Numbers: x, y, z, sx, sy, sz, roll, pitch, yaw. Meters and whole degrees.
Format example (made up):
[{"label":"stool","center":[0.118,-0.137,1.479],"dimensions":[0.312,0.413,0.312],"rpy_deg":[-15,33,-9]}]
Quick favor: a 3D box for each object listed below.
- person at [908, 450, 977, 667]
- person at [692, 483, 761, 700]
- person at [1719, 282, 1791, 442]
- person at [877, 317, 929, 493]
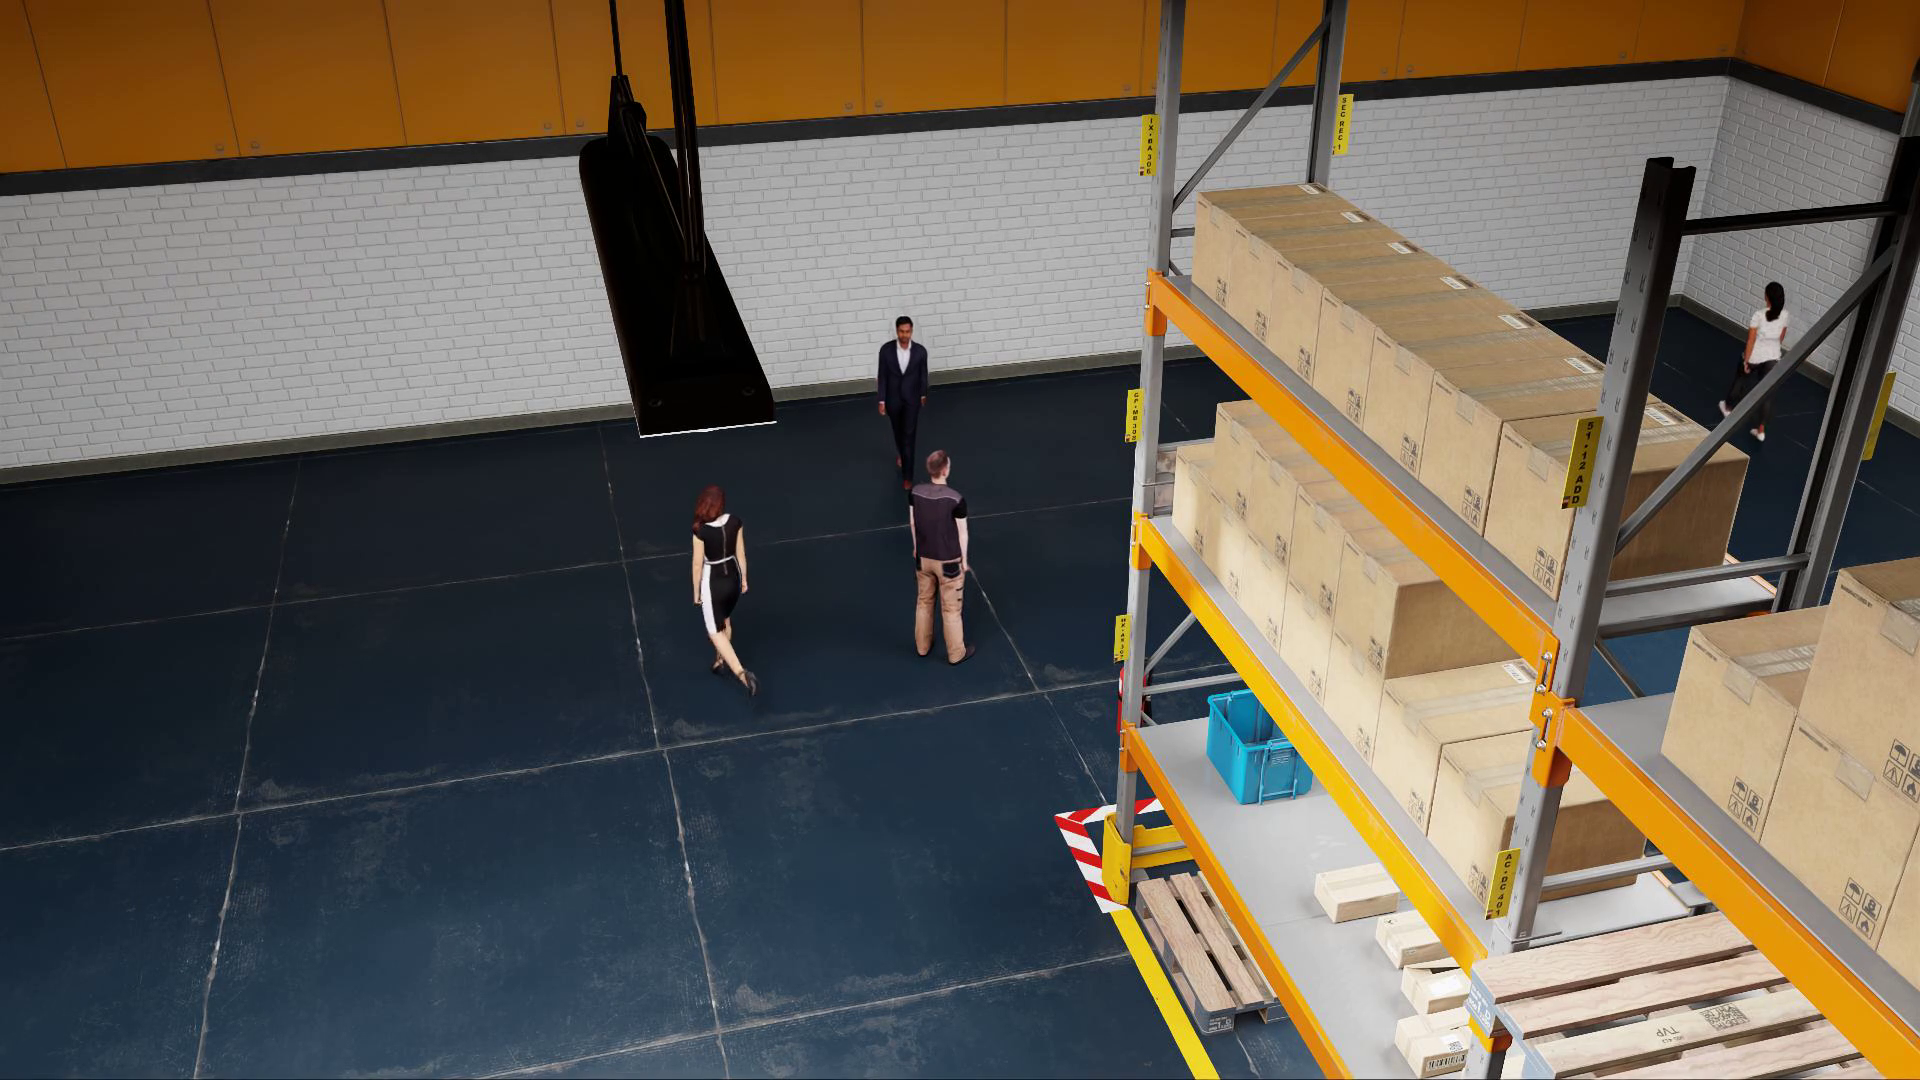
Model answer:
[{"label":"person","center":[-0.174,0.127,13.262],"dimensions":[0.770,1.841,0.830],"rpy_deg":[16,32,26]},{"label":"person","center":[-1.808,0.420,12.793],"dimensions":[0.862,1.777,1.114],"rpy_deg":[-19,34,-31]},{"label":"person","center":[8.259,-1.801,17.052],"dimensions":[0.803,1.597,1.152],"rpy_deg":[1,29,2]},{"label":"person","center":[-0.567,-1.388,16.208],"dimensions":[0.874,1.680,1.231],"rpy_deg":[1,29,1]}]
